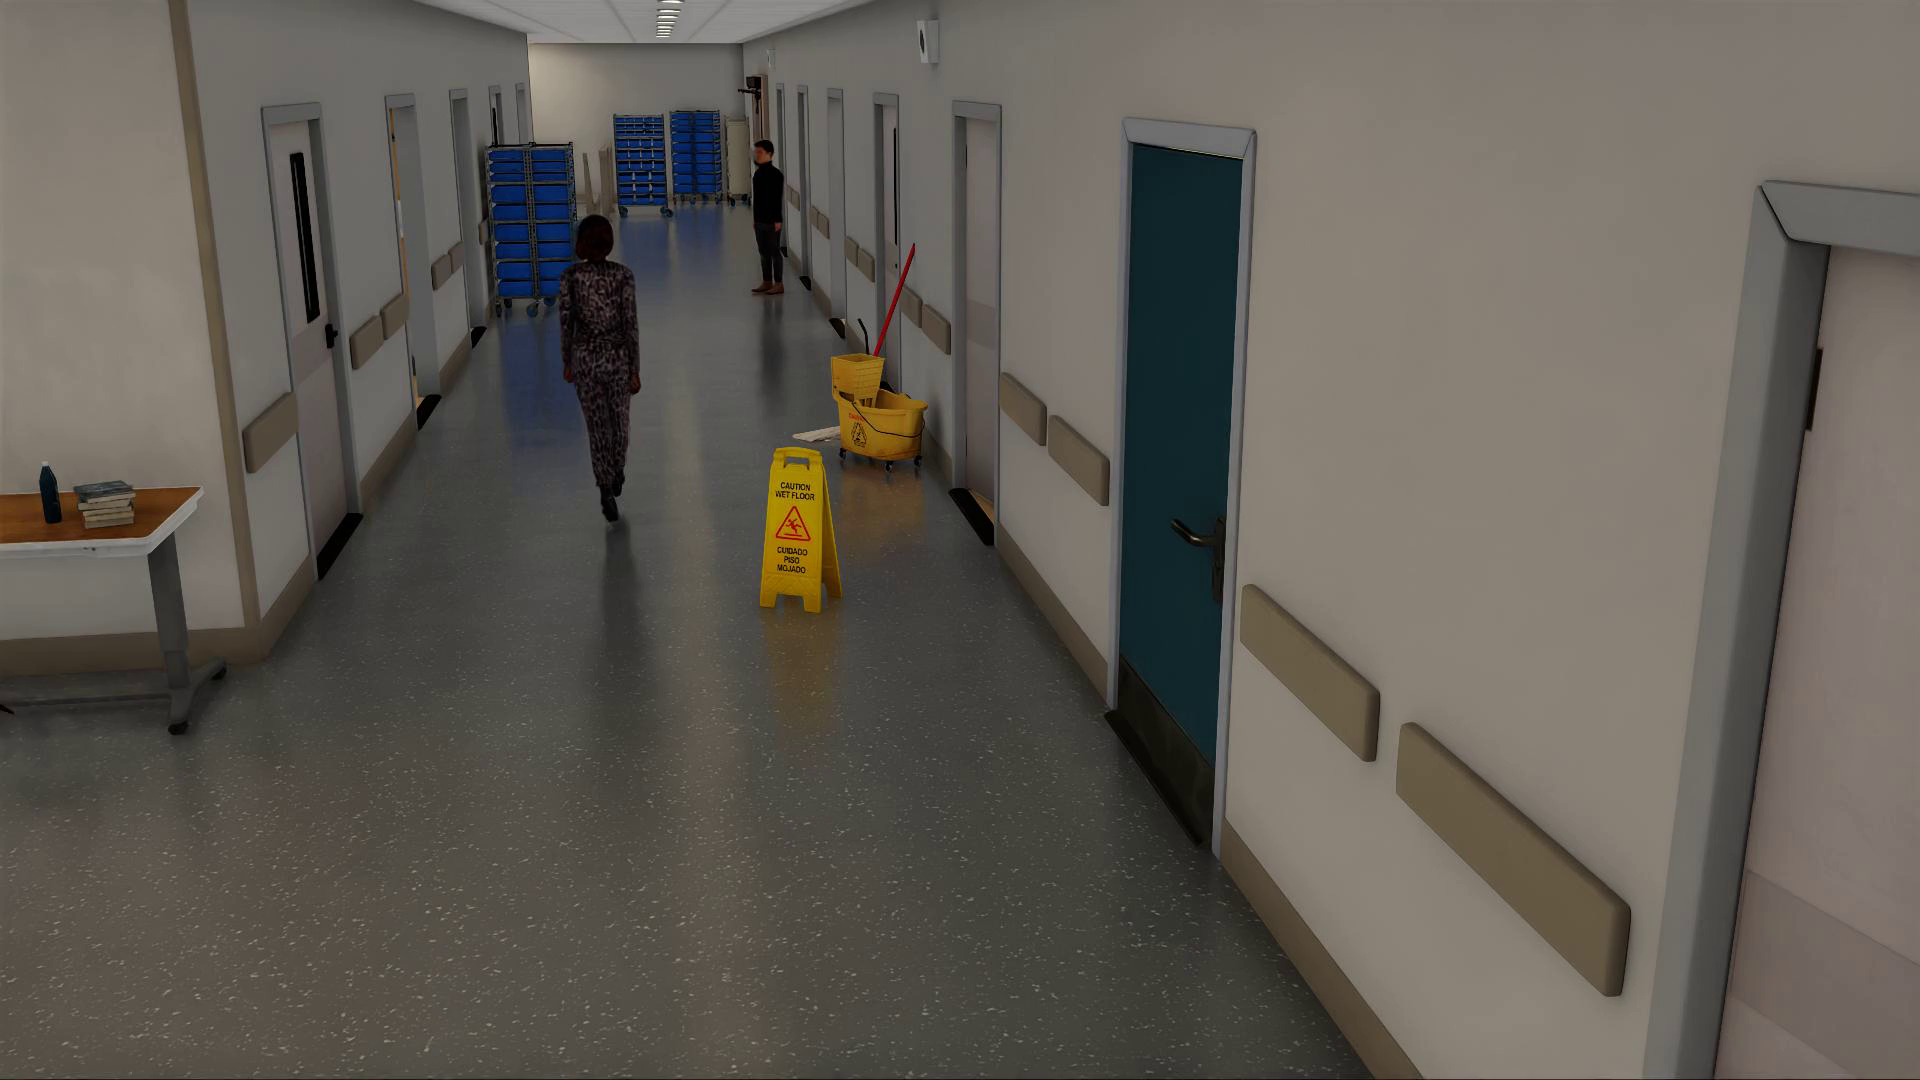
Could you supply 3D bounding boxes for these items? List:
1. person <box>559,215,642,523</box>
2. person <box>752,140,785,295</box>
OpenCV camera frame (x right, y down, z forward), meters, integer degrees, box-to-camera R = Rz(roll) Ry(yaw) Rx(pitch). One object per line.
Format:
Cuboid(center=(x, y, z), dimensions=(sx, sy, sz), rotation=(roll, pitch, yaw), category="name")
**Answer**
Cuboid(center=(-1.997, -0.913, 9.254), dimensions=(0.608, 1.666, 1.114), rotation=(-3, 16, -12), category="person")
Cuboid(center=(-2.190, -3.690, 19.000), dimensions=(0.781, 1.722, 0.657), rotation=(-13, 20, -39), category="person")
